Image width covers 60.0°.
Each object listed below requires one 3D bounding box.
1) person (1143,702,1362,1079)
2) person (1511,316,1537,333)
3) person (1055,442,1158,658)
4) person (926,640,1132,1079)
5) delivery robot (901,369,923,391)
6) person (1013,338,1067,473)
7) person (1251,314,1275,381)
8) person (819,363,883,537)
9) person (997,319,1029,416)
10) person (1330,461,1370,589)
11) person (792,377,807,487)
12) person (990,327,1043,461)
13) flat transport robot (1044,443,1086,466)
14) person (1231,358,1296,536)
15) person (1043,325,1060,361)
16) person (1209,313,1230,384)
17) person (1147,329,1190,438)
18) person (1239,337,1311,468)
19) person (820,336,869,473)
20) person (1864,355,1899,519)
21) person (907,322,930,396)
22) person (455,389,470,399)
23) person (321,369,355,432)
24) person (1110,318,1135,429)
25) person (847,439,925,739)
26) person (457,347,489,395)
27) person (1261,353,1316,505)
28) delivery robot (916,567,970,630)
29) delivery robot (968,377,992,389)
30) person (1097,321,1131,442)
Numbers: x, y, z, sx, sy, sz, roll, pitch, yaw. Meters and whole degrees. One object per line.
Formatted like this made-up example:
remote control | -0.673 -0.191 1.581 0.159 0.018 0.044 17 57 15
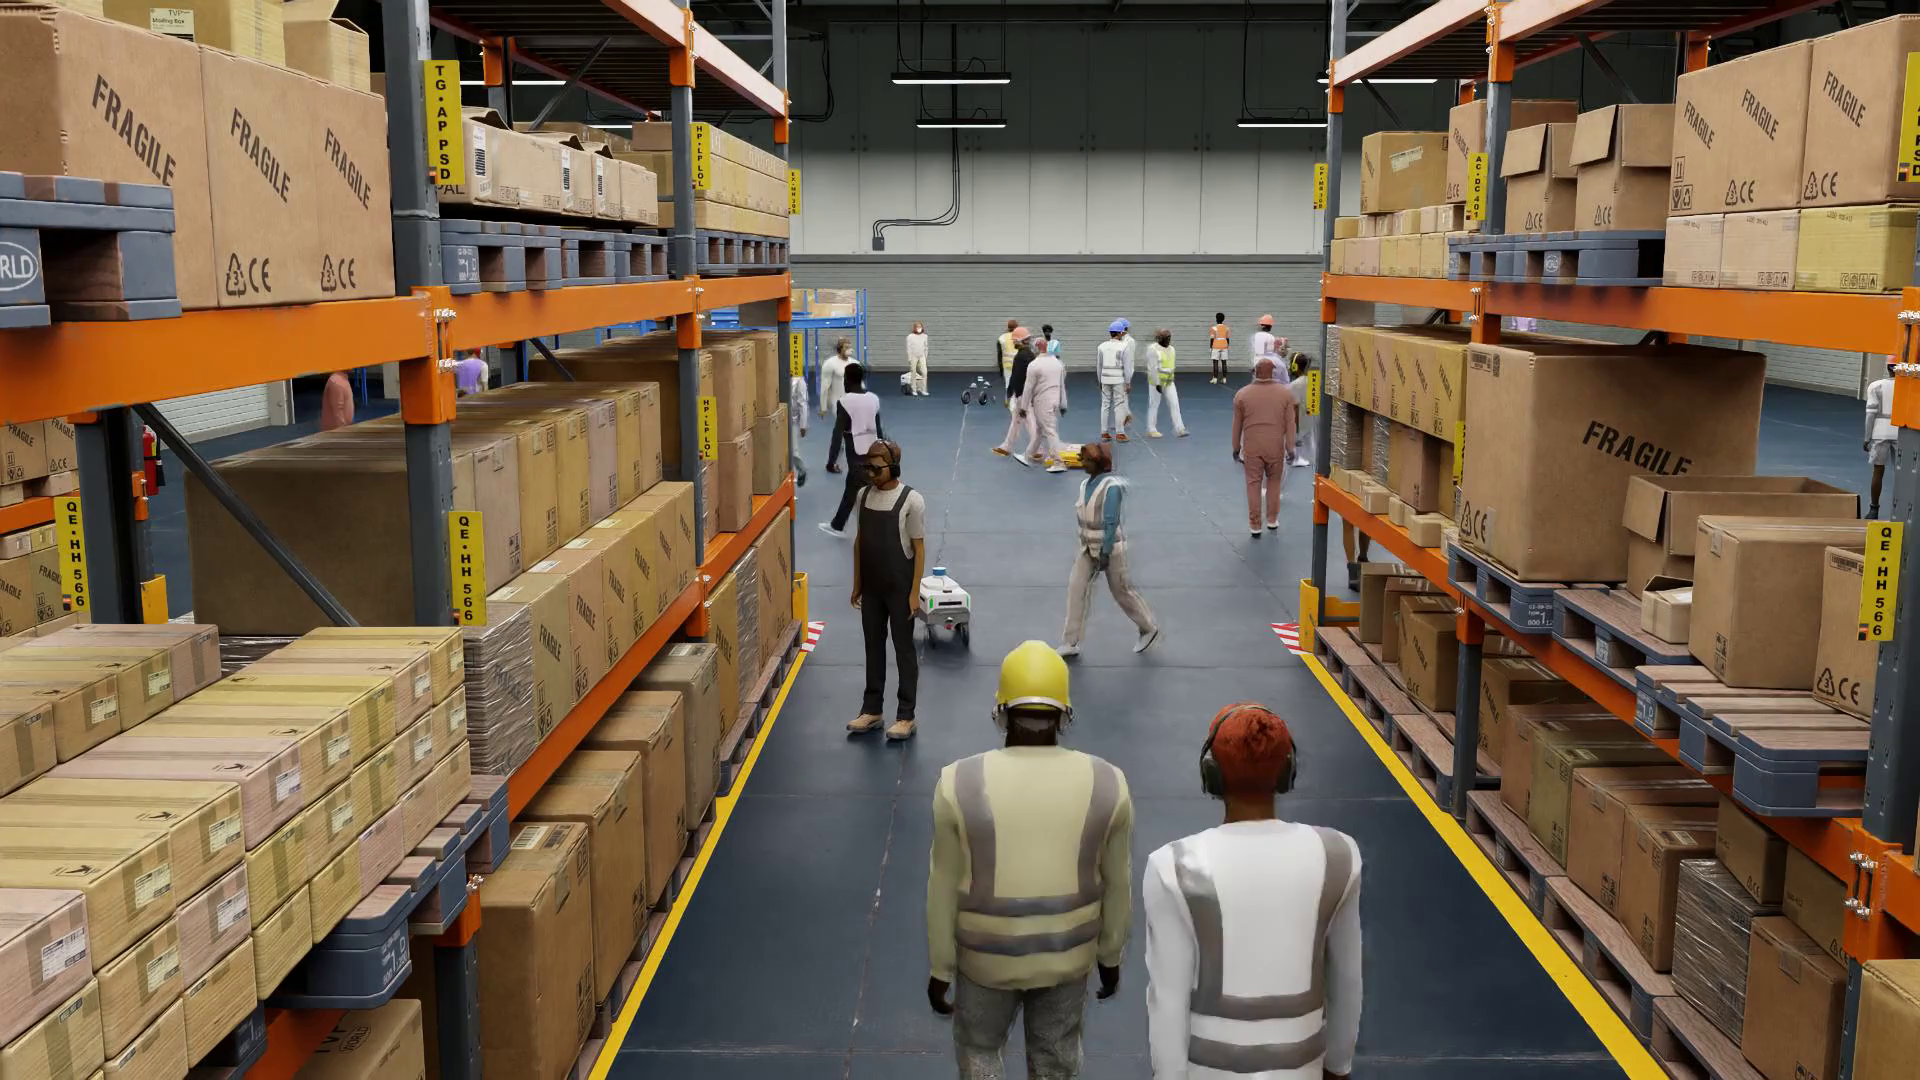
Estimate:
person | 0.745 1.329 4.010 0.591 1.851 0.900 -2 10 -11
person | 13.691 -4.848 40.371 0.605 2.045 0.381 7 12 37
person | 1.088 0.063 12.284 0.845 1.600 0.505 -6 11 -31
person | 0.201 1.190 4.882 0.614 1.813 0.432 -1 10 -8
delivery robot | -1.058 -3.553 36.916 0.477 0.478 0.707 -3 10 -20
person | 1.100 -1.880 23.169 1.024 1.845 0.651 8 12 39
person | 5.670 -3.285 31.361 0.606 1.926 0.547 -8 12 -39
person | -1.087 -0.911 17.347 1.050 1.861 0.610 7 11 34
person | 1.024 -3.273 31.615 0.650 1.819 0.437 2 10 10
person | 3.548 -0.531 14.968 0.617 1.892 0.649 3 10 19
person | -2.193 -1.490 20.948 0.603 1.820 0.515 4 10 22
person | 0.843 -2.148 24.495 0.915 1.943 0.629 4 10 20
flat transport robot | 1.671 -1.250 24.249 0.652 0.197 1.431 2 10 13
person | 3.259 -1.013 17.874 0.680 1.876 0.813 2 10 11
person | 1.740 -3.505 33.511 0.542 1.641 0.908 1 10 8
person | 6.232 -4.606 39.957 0.535 1.700 0.318 -3 10 -19
person | 3.412 -2.569 27.465 0.639 1.798 0.837 -6 11 -34
person | 4.481 -1.961 23.696 1.013 1.851 0.652 0 9 -2
person | -1.530 -1.823 22.714 1.000 1.885 0.658 9 13 44
person | 10.446 -1.171 18.662 0.542 1.939 0.366 5 11 26
person | -0.893 -3.936 36.207 0.501 1.609 0.694 -4 10 -22
person | -4.439 -0.395 14.382 0.633 1.828 0.639 -2 10 -10
person | -7.159 -1.291 19.390 0.983 1.933 0.632 -2 10 -10
person | 2.834 -2.920 29.156 0.462 1.938 0.615 -4 10 -24
person | -0.450 0.295 10.186 0.504 1.839 0.344 6 11 32
person | -6.740 -1.880 23.223 0.606 1.829 0.487 6 11 30
person | 4.106 -1.343 20.071 0.508 1.821 0.992 -9 13 -42
delivery robot | -0.160 0.454 12.917 0.477 0.478 0.707 -2 10 -14
delivery robot | 0.416 -3.262 34.395 0.335 0.223 0.698 6 11 31
person | 2.516 -2.579 27.075 0.609 1.943 0.402 7 12 38
